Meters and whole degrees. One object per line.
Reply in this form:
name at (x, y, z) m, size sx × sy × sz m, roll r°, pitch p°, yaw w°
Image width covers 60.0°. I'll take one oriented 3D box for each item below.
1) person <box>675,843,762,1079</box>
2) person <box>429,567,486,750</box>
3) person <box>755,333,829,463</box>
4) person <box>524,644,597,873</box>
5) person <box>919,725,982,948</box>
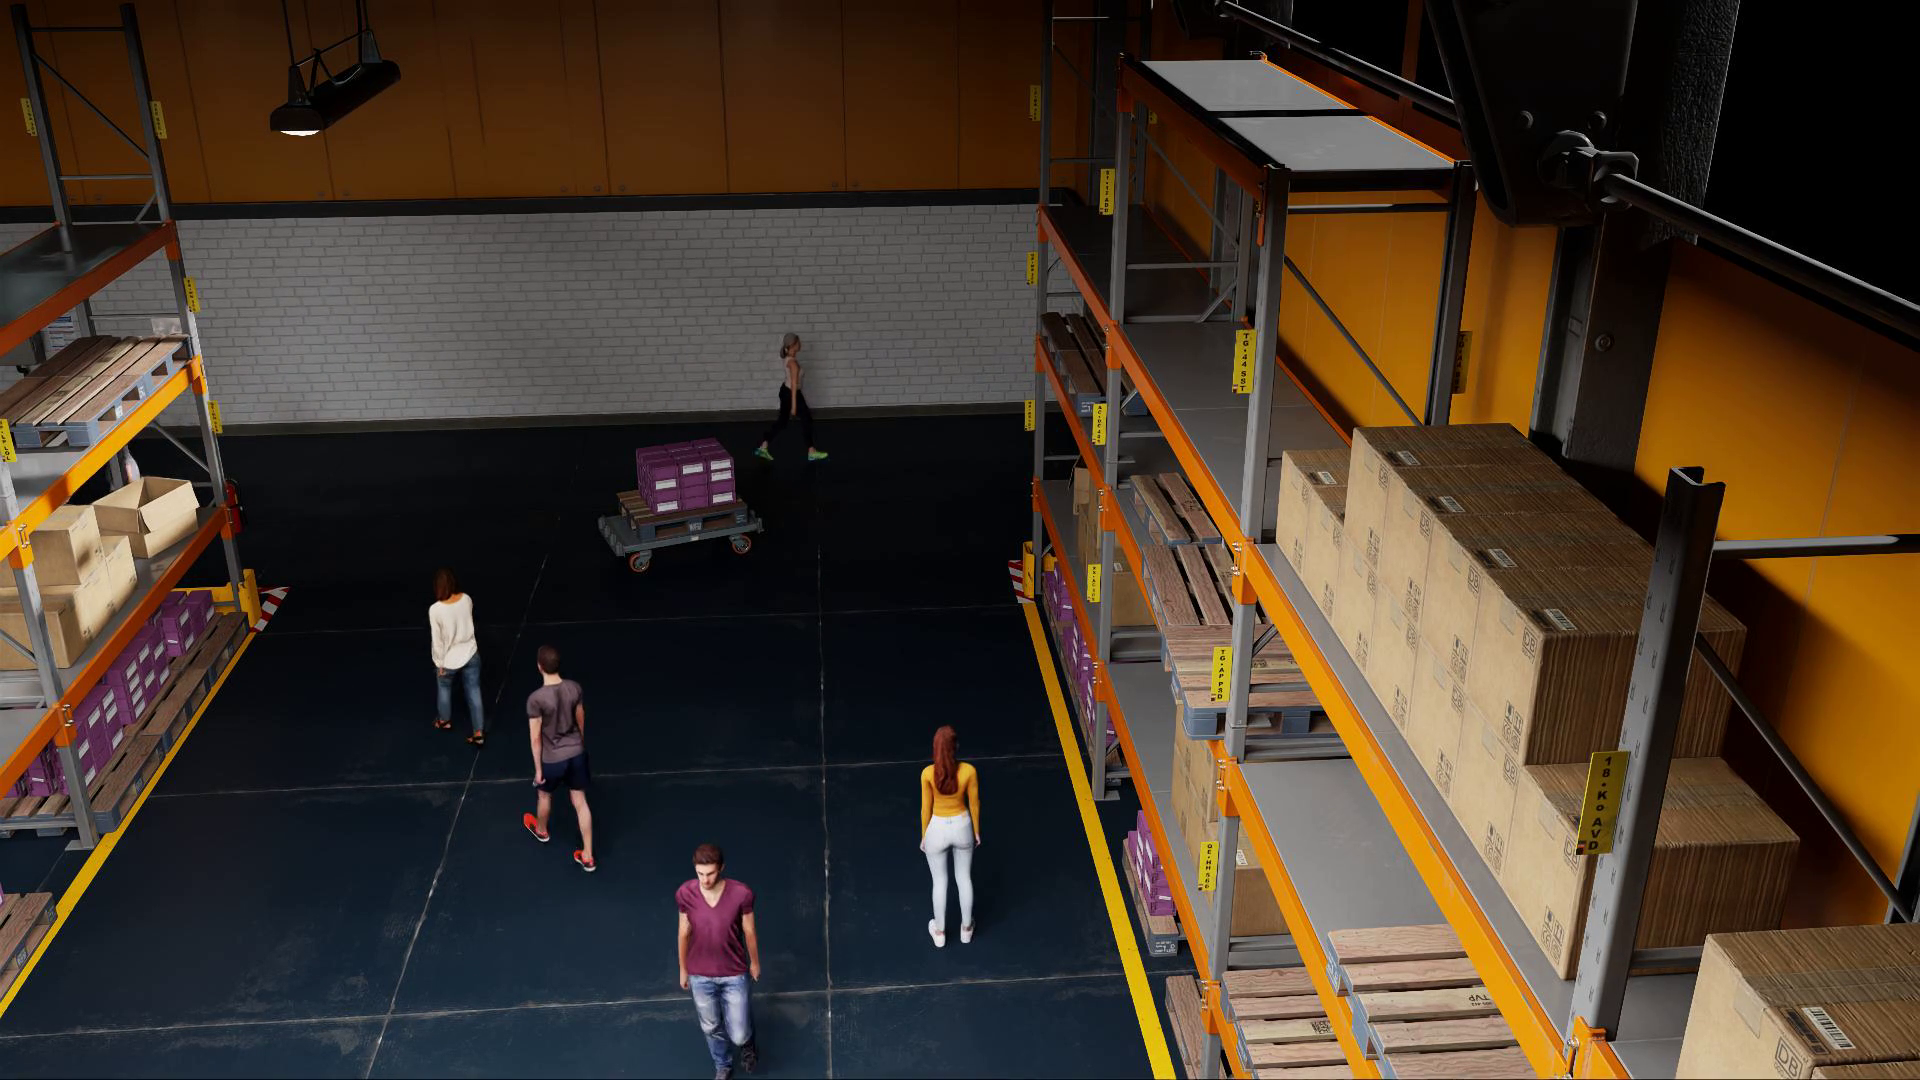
person at (-1.494, 2.631, 10.450) m, size 0.723 × 1.836 × 0.781 m, roll 3°, pitch 24°, yaw 6°
person at (-4.273, 1.044, 14.302) m, size 0.914 × 1.659 × 1.010 m, roll -20°, pitch 31°, yaw -39°
person at (-2.177, -1.734, 20.645) m, size 0.893 × 1.668 × 1.158 m, roll -9°, pitch 25°, yaw -19°
person at (-2.976, 1.695, 12.614) m, size 1.049 × 1.817 × 1.196 m, roll -19°, pitch 30°, yaw -37°
person at (-0.073, 2.093, 11.789) m, size 0.594 × 1.748 × 0.523 m, roll -3°, pitch 24°, yaw -7°
